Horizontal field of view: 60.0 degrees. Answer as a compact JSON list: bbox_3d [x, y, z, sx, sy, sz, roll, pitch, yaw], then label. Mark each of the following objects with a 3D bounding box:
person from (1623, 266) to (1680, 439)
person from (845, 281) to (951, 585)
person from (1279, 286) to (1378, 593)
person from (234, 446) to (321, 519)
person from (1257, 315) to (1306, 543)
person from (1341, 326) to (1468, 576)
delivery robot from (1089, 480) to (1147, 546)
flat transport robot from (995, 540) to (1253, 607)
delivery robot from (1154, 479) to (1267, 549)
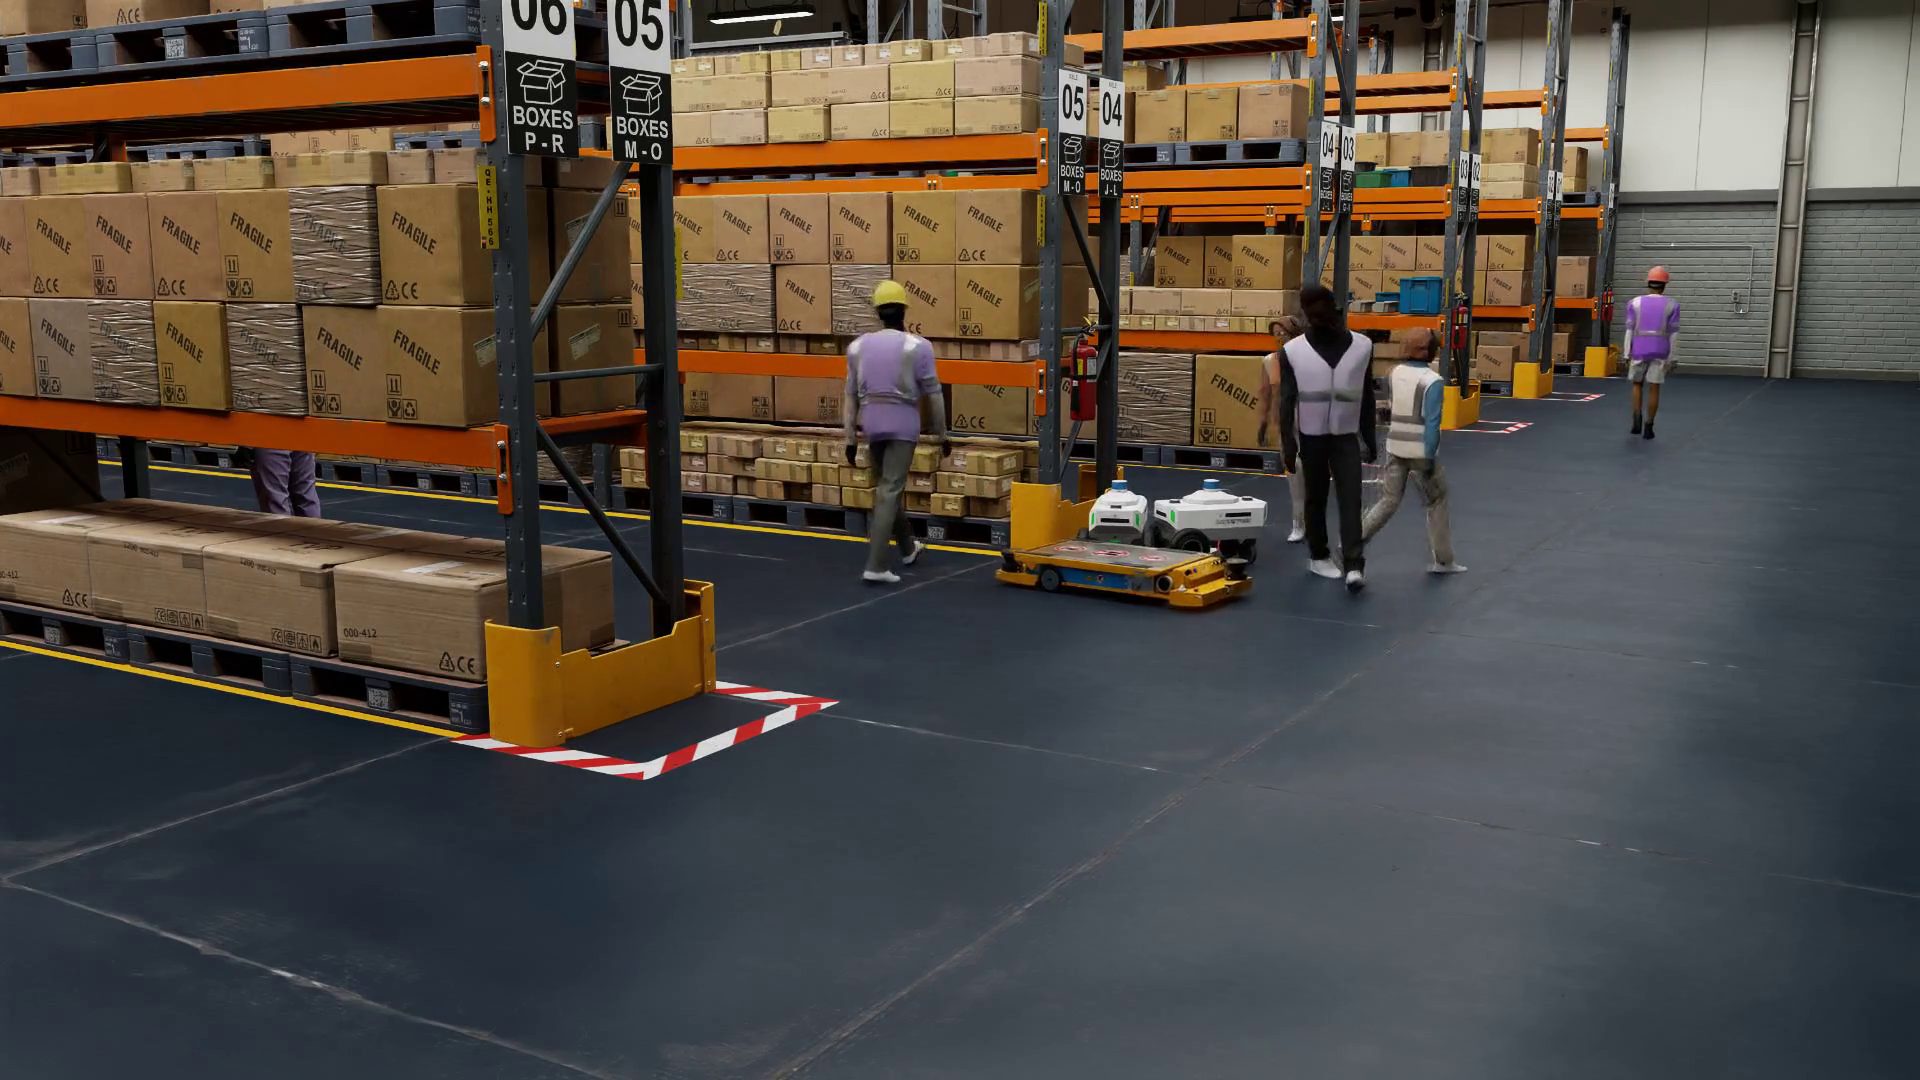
[{"bbox_3d":[7.741,-2.094,18.601,0.567,1.914,0.591,5,11,27],"label":"person"},{"bbox_3d":[-0.400,-0.685,10.501,0.622,1.866,0.970,5,11,26],"label":"person"},{"bbox_3d":[2.272,-0.617,10.171,0.653,1.844,0.979,0,10,-2],"label":"person"},{"bbox_3d":[-4.173,-0.639,10.133,0.409,1.903,0.639,3,10,19],"label":"person"},{"bbox_3d":[2.383,-0.788,11.831,0.603,1.607,0.531,-8,13,-41],"label":"person"},{"bbox_3d":[2.829,-0.558,10.538,0.808,1.602,0.514,-5,11,-27],"label":"person"},{"bbox_3d":[1.046,-0.152,10.943,0.477,0.478,0.707,2,10,10],"label":"delivery robot"},{"bbox_3d":[0.985,0.180,10.103,1.431,0.197,0.652,7,12,35],"label":"flat transport robot"},{"bbox_3d":[1.656,-0.157,10.974,0.707,0.478,0.477,-3,10,-15],"label":"delivery robot"}]
